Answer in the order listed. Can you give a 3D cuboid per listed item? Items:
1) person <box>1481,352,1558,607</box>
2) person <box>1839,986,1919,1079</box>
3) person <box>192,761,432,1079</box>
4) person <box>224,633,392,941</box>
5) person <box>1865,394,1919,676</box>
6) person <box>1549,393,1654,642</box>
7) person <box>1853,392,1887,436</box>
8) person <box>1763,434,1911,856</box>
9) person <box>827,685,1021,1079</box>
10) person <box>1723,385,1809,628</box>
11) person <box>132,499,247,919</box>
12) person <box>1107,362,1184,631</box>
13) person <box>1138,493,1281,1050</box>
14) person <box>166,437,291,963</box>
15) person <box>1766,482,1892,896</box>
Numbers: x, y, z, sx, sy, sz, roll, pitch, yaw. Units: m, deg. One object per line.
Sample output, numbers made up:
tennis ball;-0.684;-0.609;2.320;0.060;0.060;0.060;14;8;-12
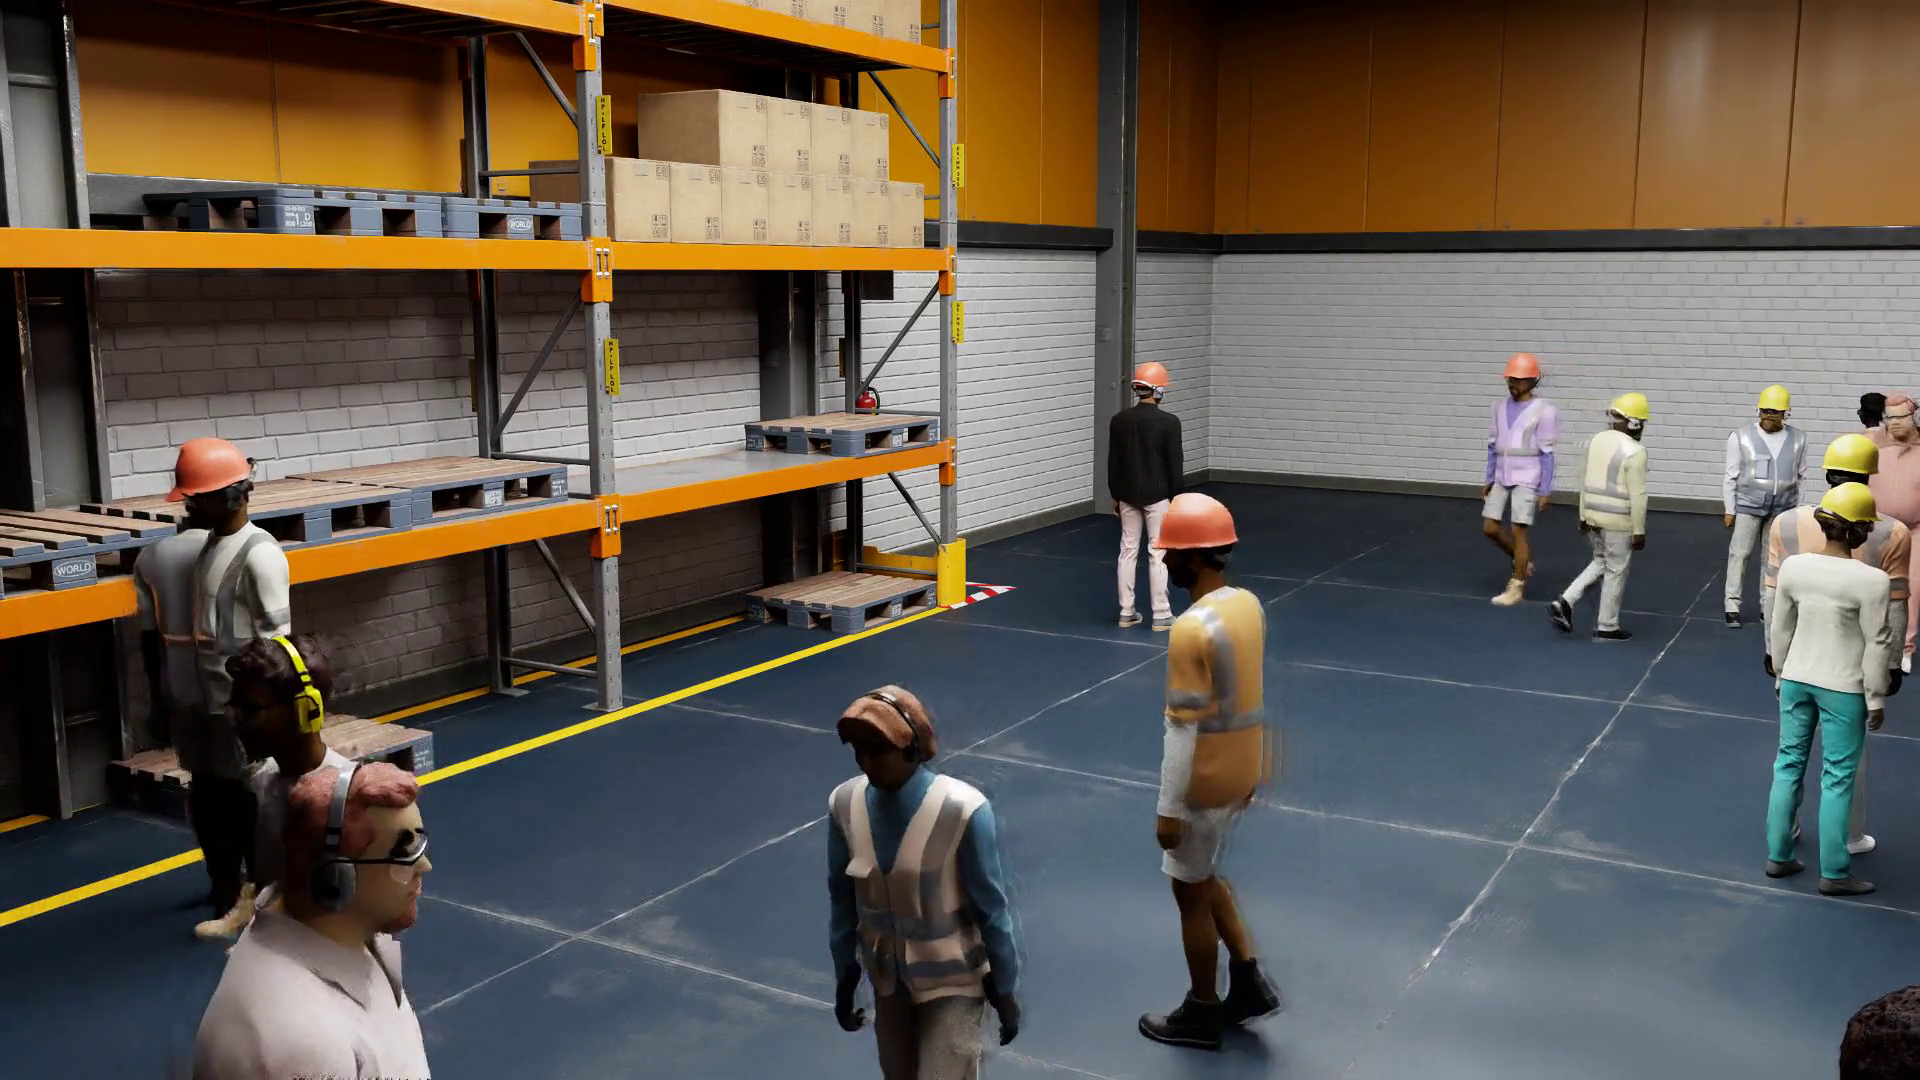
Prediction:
person;4.443;-0.477;13.234;0.496;2.029;0.640;-5;11;-31
person;0.979;1.398;1.877;0.370;1.916;0.597;7;11;37
person;-1.109;1.279;2.863;0.997;1.844;0.649;-2;9;-11
person;-1.456;1.105;3.991;0.512;1.836;0.880;6;11;34
person;6.324;-0.064;11.267;0.661;1.861;1.018;5;10;30
person;4.625;-0.145;11.856;0.554;1.809;0.617;-2;9;-12
person;7.315;-0.337;13.395;0.535;1.697;0.322;-4;10;-22
person;3.984;0.478;7.587;0.594;1.926;0.366;8;12;40
person;-0.107;1.160;4.285;0.545;1.616;0.395;7;11;36
person;6.004;-0.244;12.404;0.591;1.829;0.404;1;9;7
person;-2.990;0.603;6.779;0.627;1.964;0.505;3;10;18
person;1.391;-0.324;12.380;0.613;1.995;0.391;7;11;36
person;0.820;0.793;5.646;0.397;1.920;0.585;5;11;30
person;-2.789;0.615;6.407;0.392;2.034;0.605;-8;12;-42
person;3.734;0.630;7.145;0.331;1.768;0.527;-4;10;-26
